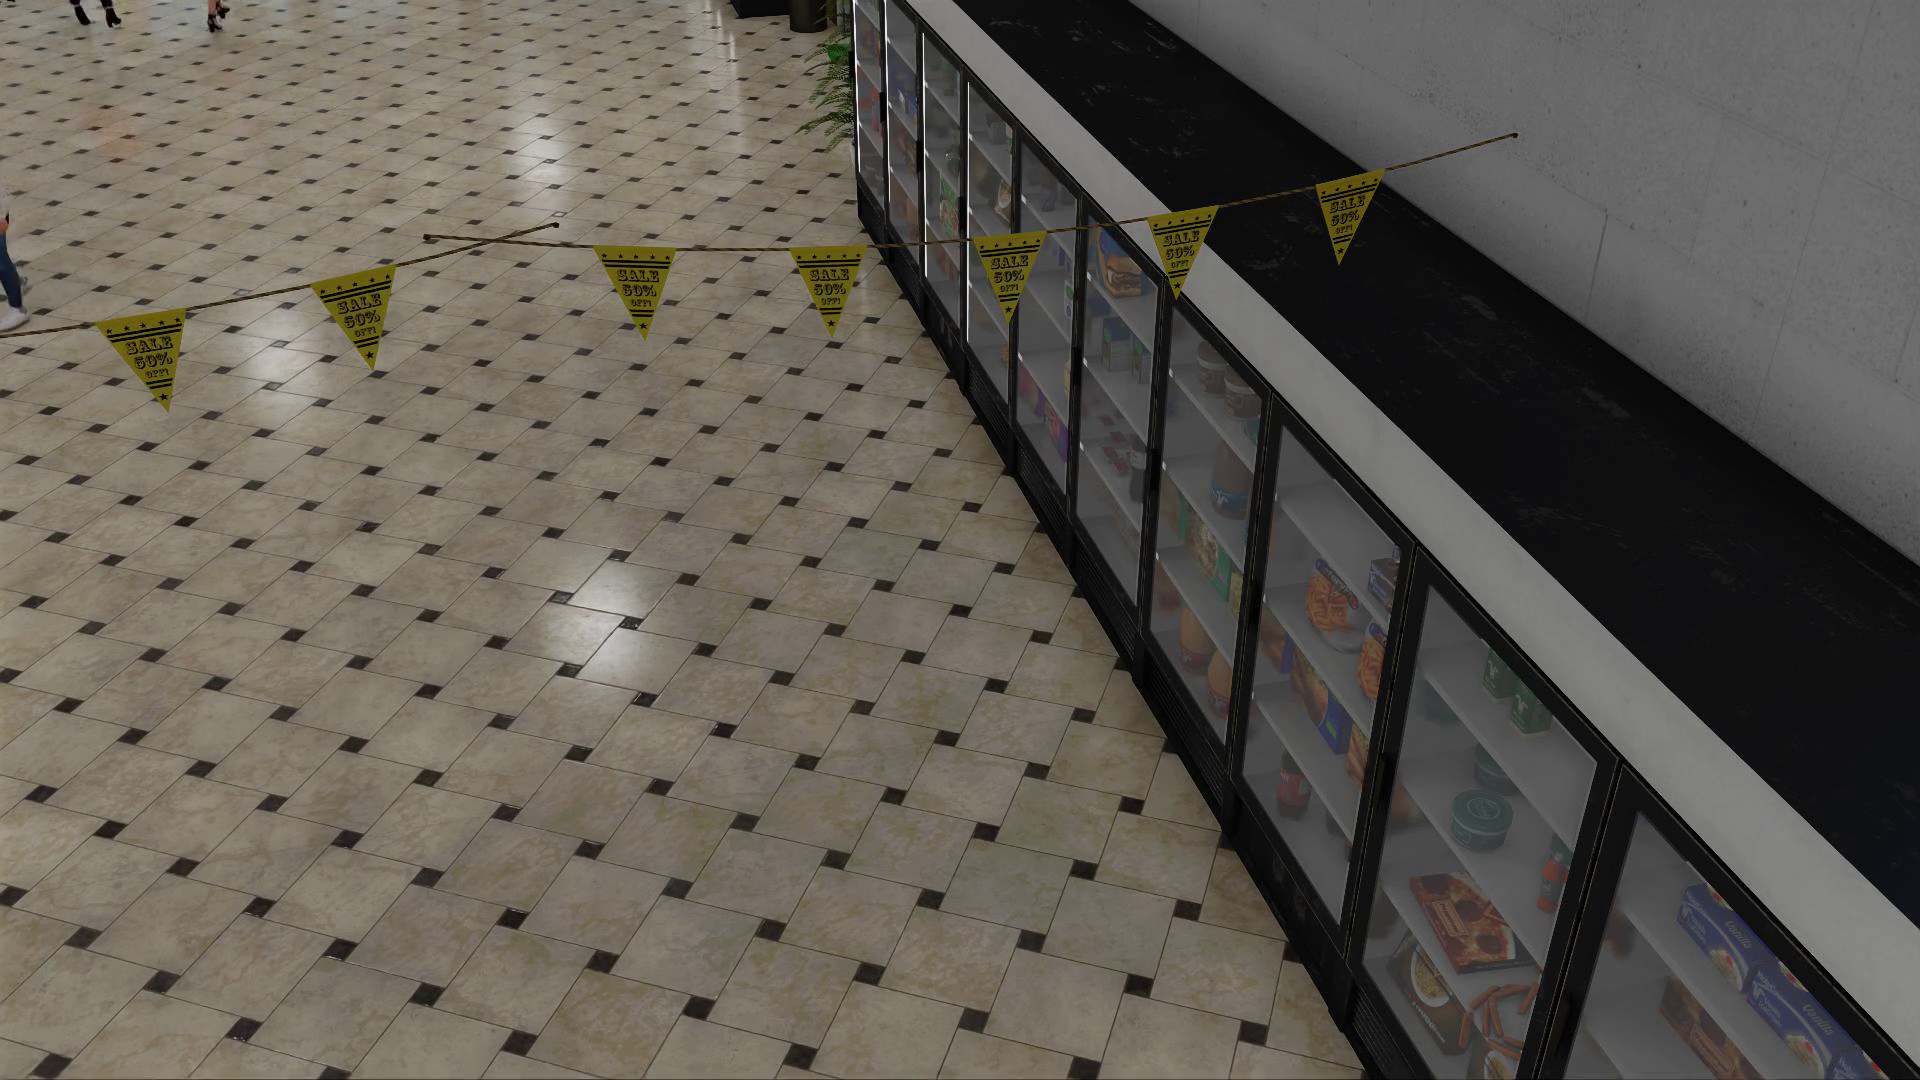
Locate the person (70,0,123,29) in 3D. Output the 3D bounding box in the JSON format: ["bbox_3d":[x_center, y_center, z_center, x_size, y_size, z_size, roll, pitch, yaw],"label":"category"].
[{"bbox_3d":[-8.960,-6.023,16.709,1.030,1.710,1.089,26,41,36],"label":"person"}]
